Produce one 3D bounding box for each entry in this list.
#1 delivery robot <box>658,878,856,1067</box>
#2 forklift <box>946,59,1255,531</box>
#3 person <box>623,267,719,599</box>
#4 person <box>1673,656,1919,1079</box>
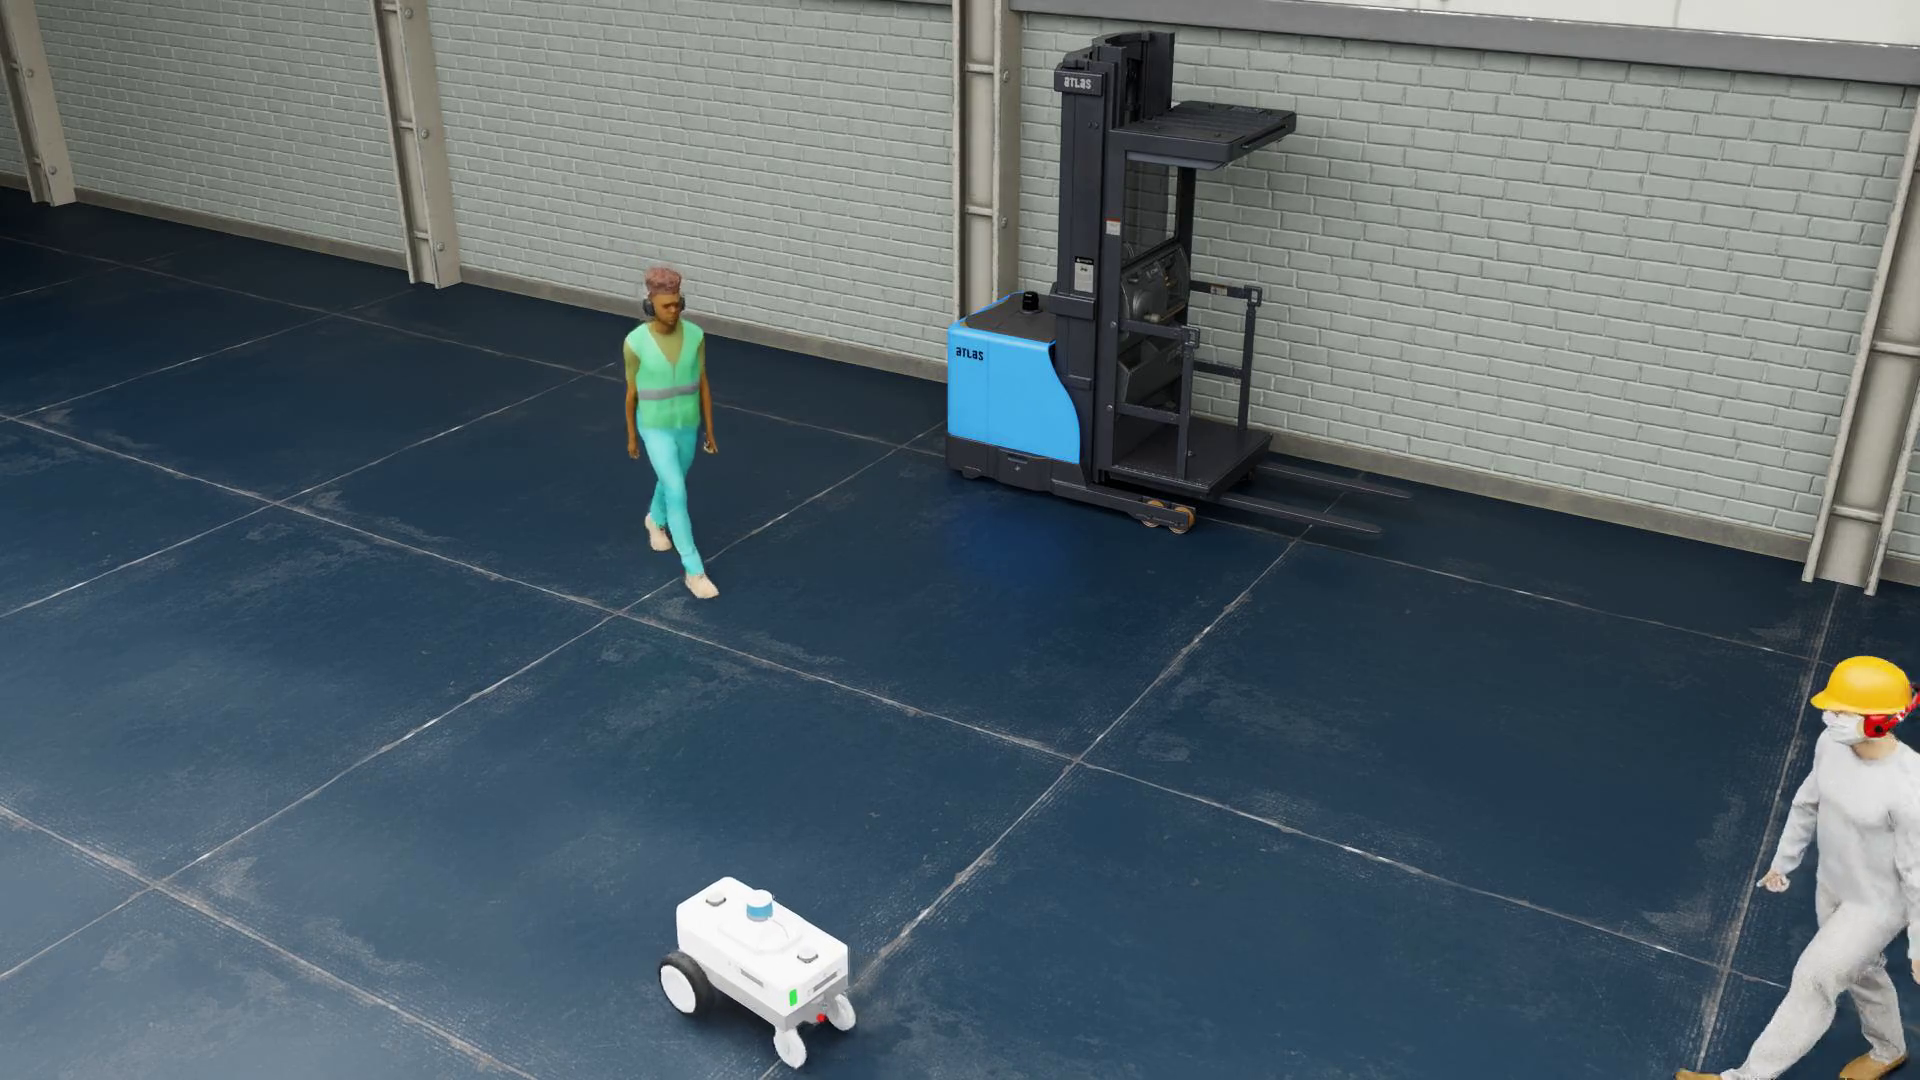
[{"bbox_3d":[-0.786,1.635,6.486,0.807,0.613,0.499,20,32,36],"label":"delivery robot"},{"bbox_3d":[0.933,-1.707,10.833,1.873,2.768,1.129,15,29,28],"label":"forklift"},{"bbox_3d":[-1.734,-0.702,9.805,0.492,1.928,1.030,-16,30,-31],"label":"person"},{"bbox_3d":[3.118,1.242,5.800,0.997,1.836,0.613,-2,25,-5],"label":"person"}]
